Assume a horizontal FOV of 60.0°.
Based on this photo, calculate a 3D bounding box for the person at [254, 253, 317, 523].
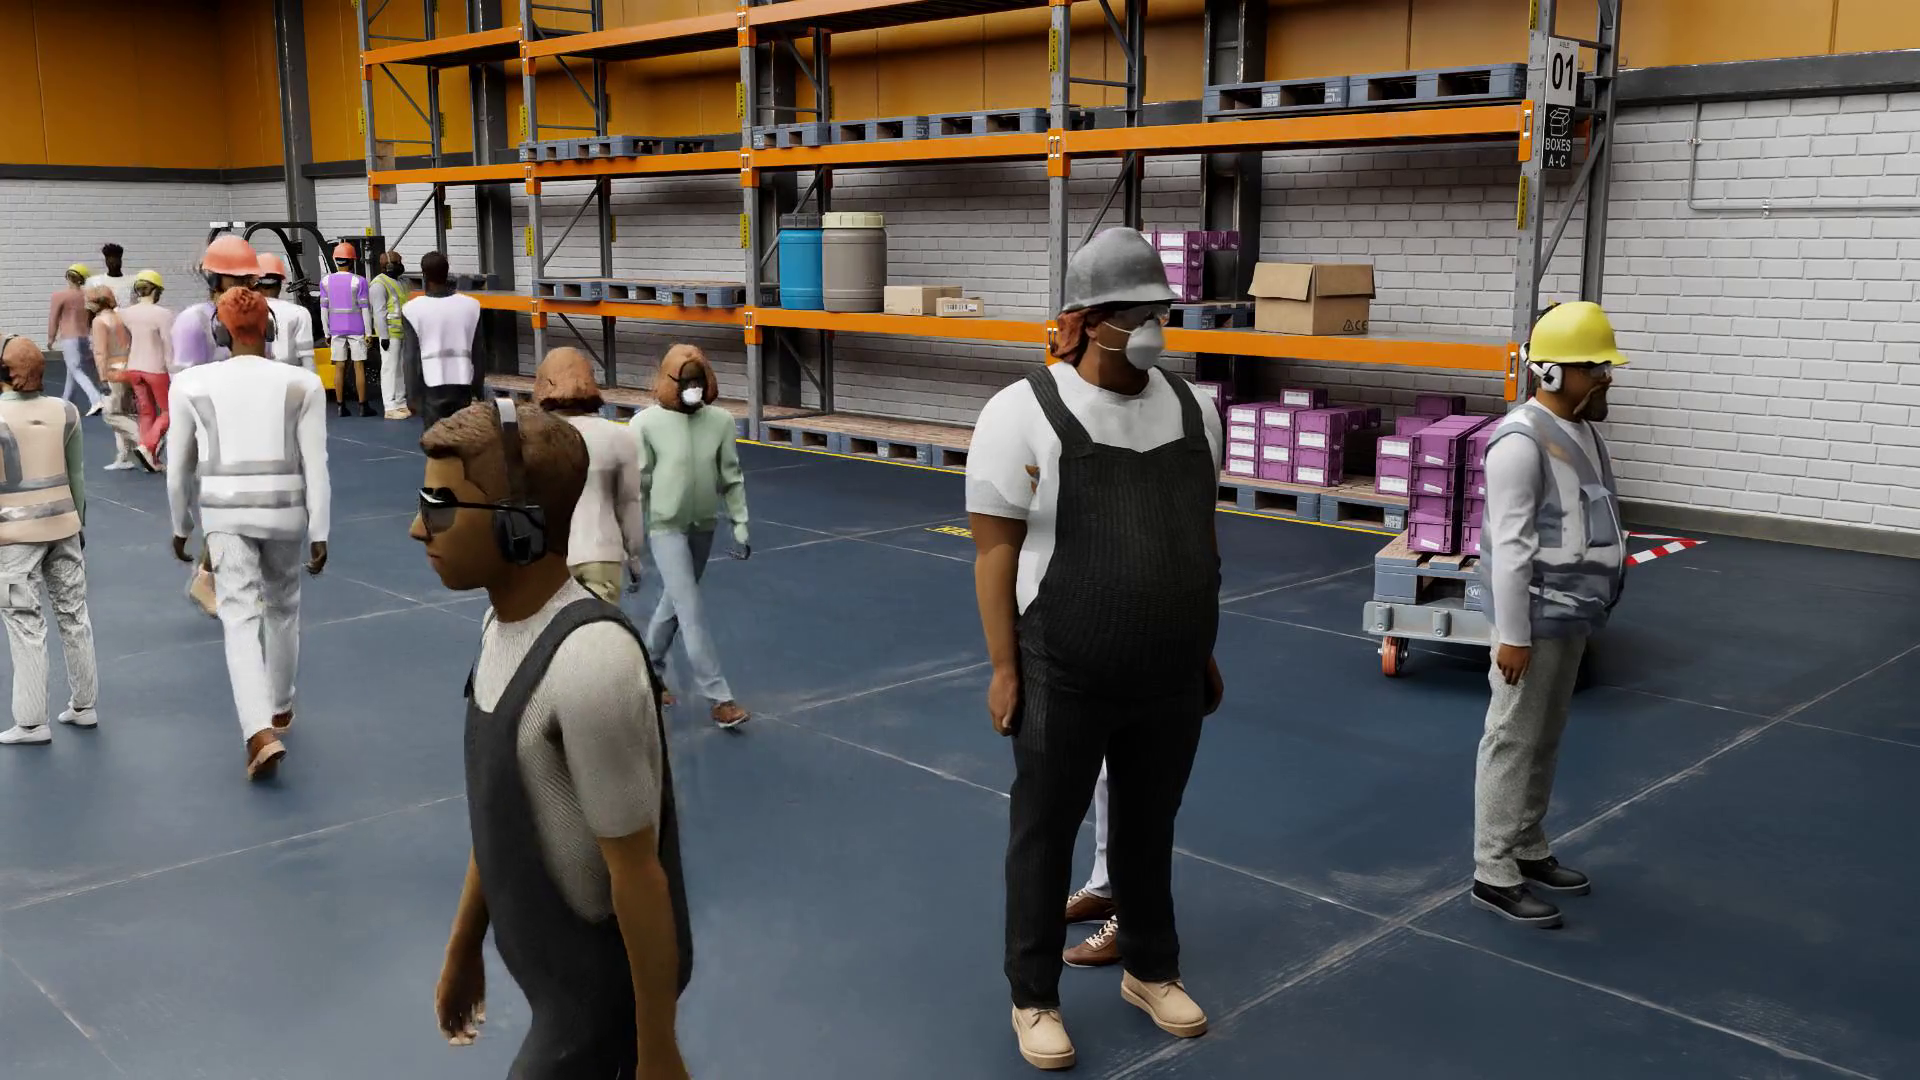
[{"bbox_3d":[-4.686,-0.994,11.342,0.573,1.899,0.636,-3,11,-17],"label":"person"}]

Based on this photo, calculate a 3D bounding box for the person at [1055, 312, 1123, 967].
[{"bbox_3d":[0.408,0.257,4.631,0.326,1.865,0.519,-2,11,-10],"label":"person"}]

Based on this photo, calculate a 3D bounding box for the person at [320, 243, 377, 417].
[{"bbox_3d":[-6.815,-2.333,18.545,0.552,1.935,0.365,0,10,2],"label":"person"}]

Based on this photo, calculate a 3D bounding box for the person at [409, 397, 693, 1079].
[{"bbox_3d":[-0.643,0.680,2.521,0.974,1.787,0.529,-5,11,-23],"label":"person"}]

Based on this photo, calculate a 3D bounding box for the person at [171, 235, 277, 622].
[{"bbox_3d":[-3.719,-0.546,8.572,0.459,2.020,0.643,2,11,13],"label":"person"}]

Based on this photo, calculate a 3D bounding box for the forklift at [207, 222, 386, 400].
[{"bbox_3d":[-8.169,-2.758,20.163,2.313,2.155,1.214,-10,14,-44],"label":"forklift"}]

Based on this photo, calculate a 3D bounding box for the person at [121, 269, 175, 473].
[{"bbox_3d":[-6.868,-1.416,14.089,0.556,1.739,0.479,3,11,15],"label":"person"}]

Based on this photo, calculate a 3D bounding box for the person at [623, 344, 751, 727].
[{"bbox_3d":[-1.138,-0.029,6.945,0.518,1.575,0.859,-10,14,-42],"label":"person"}]

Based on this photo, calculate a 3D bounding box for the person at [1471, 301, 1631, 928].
[{"bbox_3d":[1.757,0.212,4.954,0.403,1.832,0.594,8,13,38],"label":"person"}]

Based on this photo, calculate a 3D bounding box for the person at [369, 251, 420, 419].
[{"bbox_3d":[-6.269,-2.272,18.474,0.429,1.845,0.631,1,10,6],"label":"person"}]

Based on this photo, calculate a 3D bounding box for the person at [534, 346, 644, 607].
[{"bbox_3d":[-1.431,0.093,6.182,0.524,1.615,0.346,-4,11,-20],"label":"person"}]

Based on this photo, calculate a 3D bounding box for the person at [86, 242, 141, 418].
[{"bbox_3d":[-9.429,-2.354,18.646,0.611,1.943,0.738,-6,12,-30],"label":"person"}]

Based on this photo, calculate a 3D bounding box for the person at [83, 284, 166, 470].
[{"bbox_3d":[-7.126,-1.376,14.185,0.519,1.615,0.561,-1,10,-3],"label":"person"}]

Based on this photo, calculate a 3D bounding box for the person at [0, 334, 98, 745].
[{"bbox_3d":[-3.705,-0.001,6.641,0.309,1.642,0.515,4,11,21],"label":"person"}]

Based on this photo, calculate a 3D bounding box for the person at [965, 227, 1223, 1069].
[{"bbox_3d":[0.386,0.268,4.082,0.687,2.000,0.538,-5,11,-24],"label":"person"}]

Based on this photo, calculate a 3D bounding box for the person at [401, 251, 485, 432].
[{"bbox_3d":[-3.690,-1.106,11.931,0.610,1.907,0.518,-8,13,-38],"label":"person"}]

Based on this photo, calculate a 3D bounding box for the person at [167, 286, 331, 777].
[{"bbox_3d":[-2.722,-0.050,6.404,0.591,1.843,0.995,-5,11,-23],"label":"person"}]

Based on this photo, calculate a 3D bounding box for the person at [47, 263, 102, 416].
[{"bbox_3d":[-9.951,-2.263,18.747,0.802,1.714,0.524,4,11,23],"label":"person"}]
